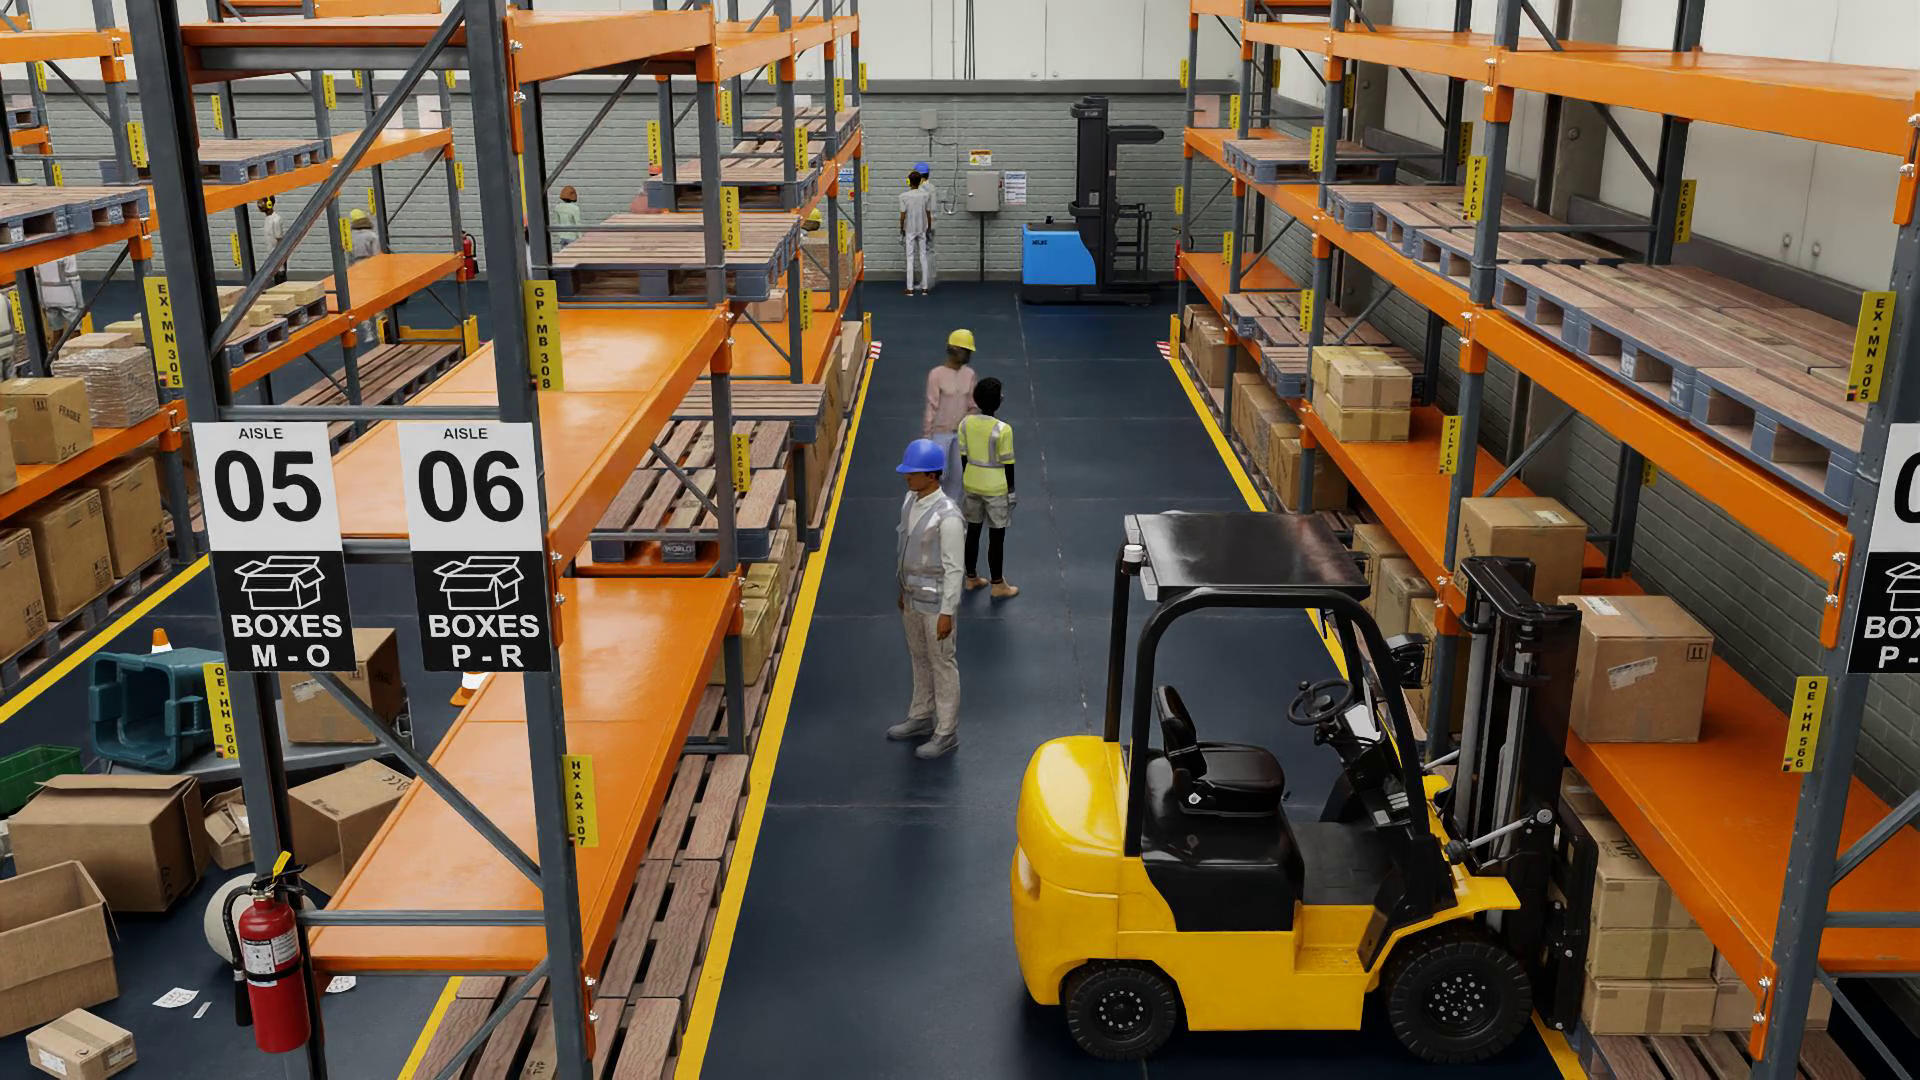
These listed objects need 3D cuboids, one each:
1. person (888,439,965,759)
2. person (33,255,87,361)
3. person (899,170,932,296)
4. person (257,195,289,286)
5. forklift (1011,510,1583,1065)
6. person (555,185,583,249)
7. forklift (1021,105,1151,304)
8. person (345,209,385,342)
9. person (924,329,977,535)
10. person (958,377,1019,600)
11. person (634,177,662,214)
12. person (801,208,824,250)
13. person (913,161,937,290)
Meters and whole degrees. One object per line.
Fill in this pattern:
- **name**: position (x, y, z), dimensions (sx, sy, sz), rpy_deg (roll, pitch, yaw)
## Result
- **person**: position (-0.192, 0.339, 9.929), dimensions (0.390, 1.948, 0.605), rpy_deg (-11, 21, -29)
- **person**: position (-10.483, -2.788, 19.421), dimensions (0.549, 1.928, 0.389), rpy_deg (2, 18, 6)
- **person**: position (-0.674, -4.626, 25.064), dimensions (0.513, 1.872, 0.328), rpy_deg (-5, 19, -16)
- **person**: position (-9.276, -3.796, 22.583), dimensions (0.336, 1.860, 0.497), rpy_deg (-13, 22, -34)
- **forklift**: position (1.387, 1.055, 7.378), dimensions (2.313, 2.155, 1.214), rpy_deg (0, 18, 0)
- **person**: position (-5.903, -4.547, 25.212), dimensions (0.508, 1.627, 0.280), rpy_deg (12, 22, 32)
- **forklift**: position (1.857, -4.944, 24.441), dimensions (1.873, 2.768, 1.129), rpy_deg (0, 18, 0)
- **person**: position (-7.811, -3.471, 21.820), dimensions (0.508, 1.694, 0.533), rpy_deg (0, 18, -1)
- **person**: position (-0.103, -0.906, 14.021), dimensions (0.587, 1.733, 0.472), rpy_deg (-16, 24, -40)
- **person**: position (0.214, -0.390, 12.521), dimensions (0.535, 1.700, 0.318), rpy_deg (16, 24, 39)
- **person**: position (-4.526, -4.300, 24.075), dimensions (0.497, 1.883, 0.782), rpy_deg (-12, 22, -32)
- **person**: position (-1.931, -3.478, 21.809), dimensions (0.324, 1.732, 0.494), rpy_deg (0, 18, -1)
- **person**: position (-0.548, -4.812, 25.502), dimensions (0.404, 1.945, 0.615), rpy_deg (6, 19, 16)
